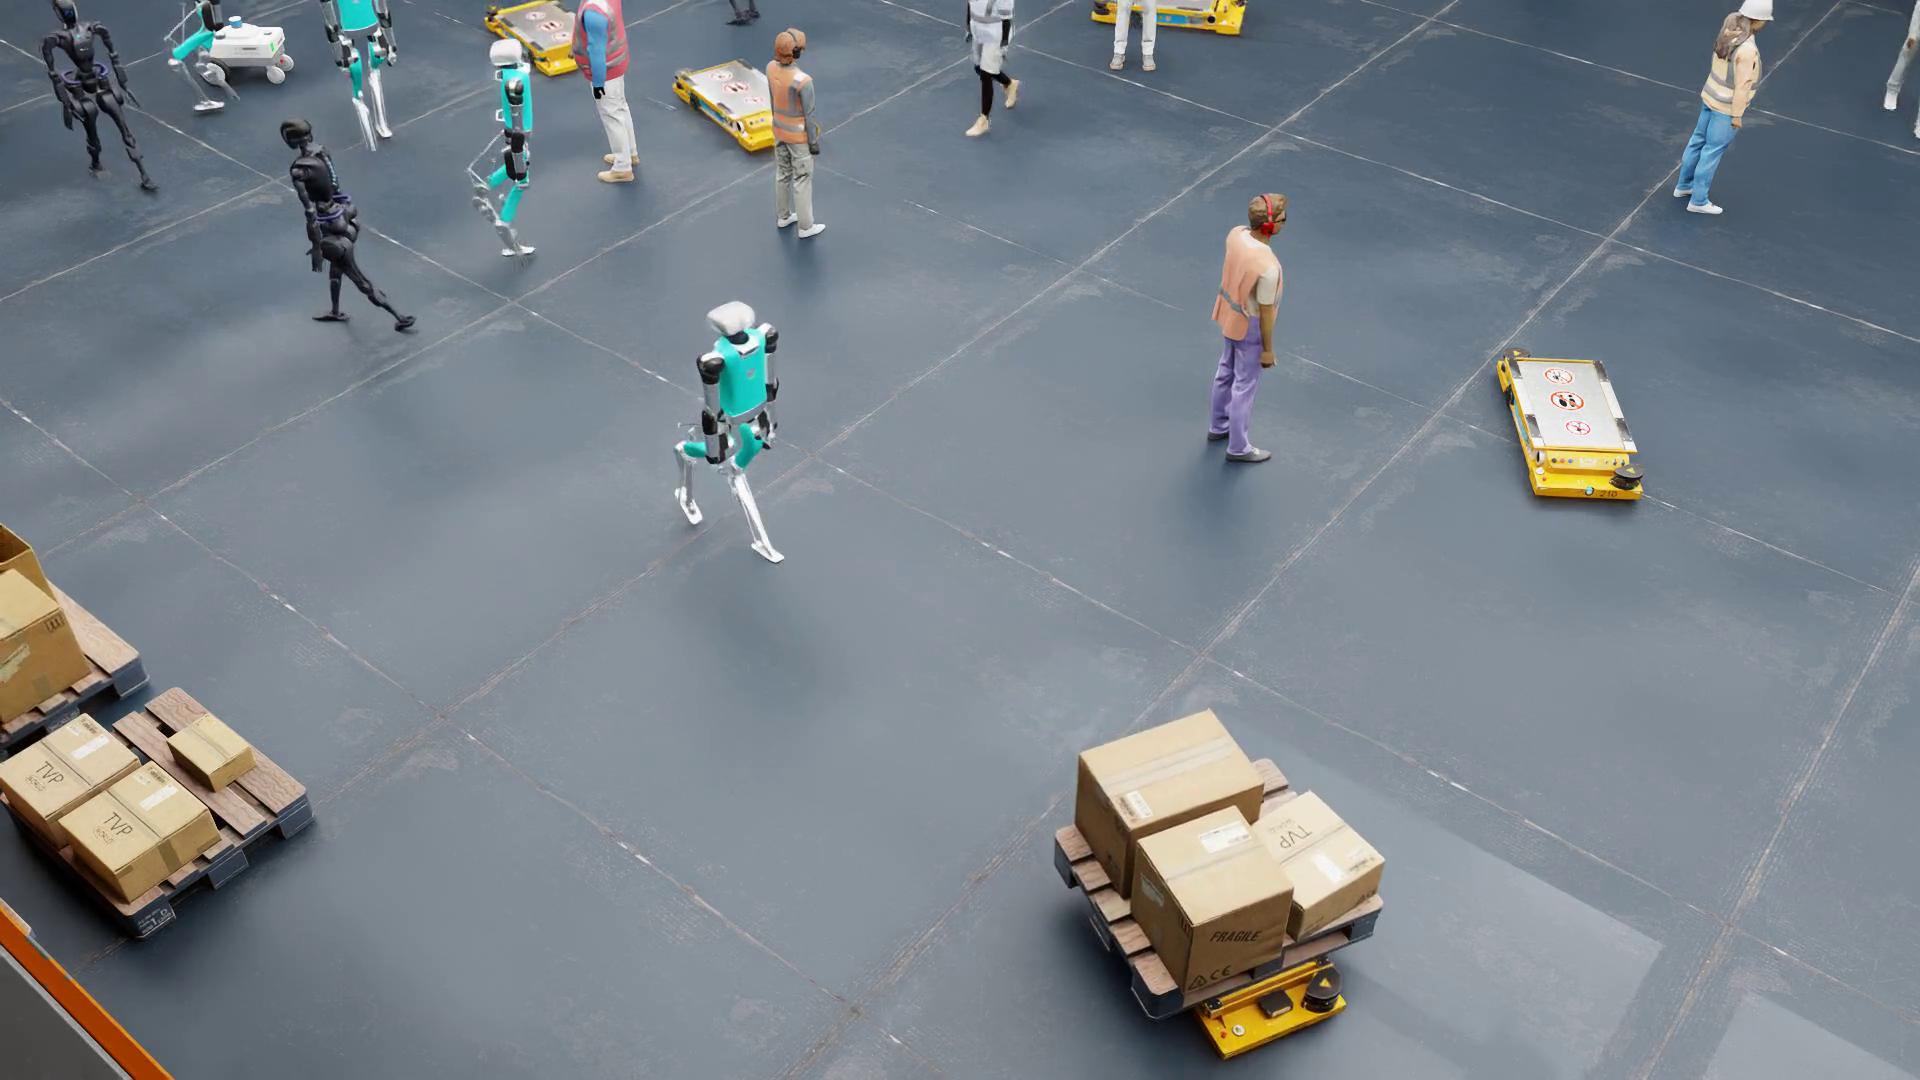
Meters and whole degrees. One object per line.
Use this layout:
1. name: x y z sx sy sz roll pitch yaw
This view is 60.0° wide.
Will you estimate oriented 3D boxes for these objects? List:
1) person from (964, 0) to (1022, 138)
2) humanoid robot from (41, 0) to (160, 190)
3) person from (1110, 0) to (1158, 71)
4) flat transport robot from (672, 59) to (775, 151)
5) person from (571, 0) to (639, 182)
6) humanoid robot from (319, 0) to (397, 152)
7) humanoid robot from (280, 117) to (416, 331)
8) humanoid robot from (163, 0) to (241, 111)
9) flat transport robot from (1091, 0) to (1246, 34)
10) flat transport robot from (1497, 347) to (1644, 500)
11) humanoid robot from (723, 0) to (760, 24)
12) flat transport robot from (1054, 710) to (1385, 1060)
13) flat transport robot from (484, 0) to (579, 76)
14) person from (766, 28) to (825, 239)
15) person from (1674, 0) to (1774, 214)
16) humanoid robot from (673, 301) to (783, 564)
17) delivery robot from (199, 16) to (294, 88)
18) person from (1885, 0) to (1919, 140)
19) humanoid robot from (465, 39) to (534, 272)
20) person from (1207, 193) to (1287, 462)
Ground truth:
1. person: 0.300 -4.279 14.030 0.675 1.673 0.537 -28 48 -29
2. humanoid robot: -6.897 -3.565 13.226 0.806 1.619 0.584 32 50 32
3. person: 1.620 -5.139 14.879 0.574 1.882 0.356 3 40 4
4. flat transport robot: -1.908 -3.839 14.594 0.659 0.231 1.431 -24 46 -26
5. person: -2.860 -3.773 13.315 0.431 1.836 0.629 -1 40 -1
6. humanoid robot: -4.979 -4.054 13.775 0.543 1.844 0.785 -23 46 -25
7. humanoid robot: -4.329 -2.177 11.609 0.819 1.637 0.609 2 40 2
8. humanoid robot: -6.572 -4.434 14.204 0.869 1.804 0.554 -21 45 -23
9. flat transport robot: 2.042 -5.198 16.192 1.431 0.231 0.659 9 41 10
10. flat transport robot: 4.017 -0.785 11.001 0.659 0.231 1.431 3 40 3
11. humanoid robot: -2.168 -5.729 15.737 0.340 1.651 0.589 28 48 29
12. flat transport robot: 1.188 1.770 7.995 0.659 0.231 1.431 -16 43 -18
13. flat transport robot: -3.895 -4.772 15.691 0.659 0.231 1.431 -25 46 -27
14. person: -1.263 -3.082 12.652 0.314 1.629 0.506 -30 49 -30
15. person: 5.927 -3.389 12.941 0.372 1.726 0.485 -3 40 -4
16. humanoid robot: -1.467 -0.714 9.810 0.994 1.776 0.531 31 49 32
17. delivery robot: -6.520 -4.436 15.091 0.808 0.614 0.499 0 40 0
18. person: 8.260 -4.331 14.077 0.498 1.685 0.878 9 41 11
19. humanoid robot: -3.416 -2.752 12.258 0.730 1.881 0.541 -7 41 -8
20. person: 1.786 -1.322 10.415 0.391 1.847 0.563 -11 42 -13
